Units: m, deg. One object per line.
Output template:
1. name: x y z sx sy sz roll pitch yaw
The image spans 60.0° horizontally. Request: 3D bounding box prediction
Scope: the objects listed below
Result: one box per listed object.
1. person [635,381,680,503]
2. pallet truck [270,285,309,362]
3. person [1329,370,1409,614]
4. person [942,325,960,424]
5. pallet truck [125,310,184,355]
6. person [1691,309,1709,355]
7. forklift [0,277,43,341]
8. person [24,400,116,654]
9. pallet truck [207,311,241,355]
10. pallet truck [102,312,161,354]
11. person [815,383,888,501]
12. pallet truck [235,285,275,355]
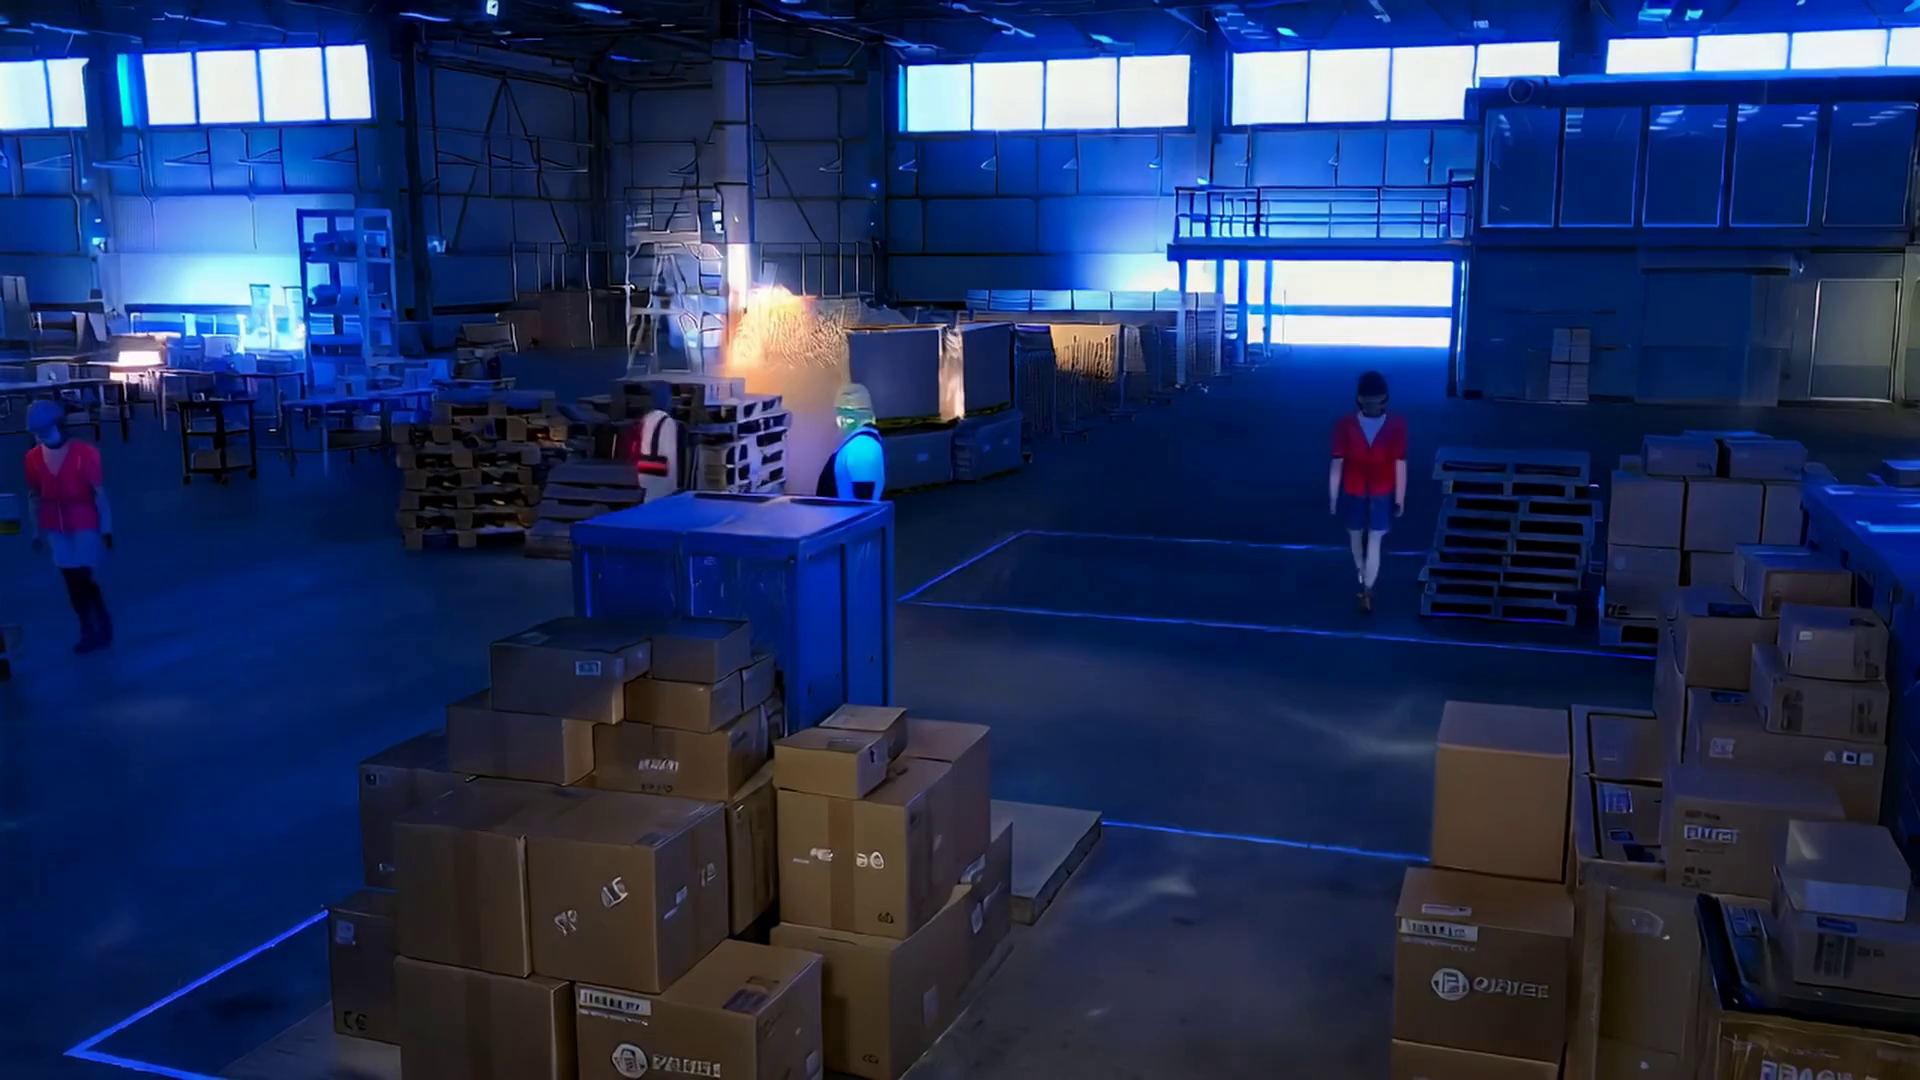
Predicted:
1. person: -2.771 -0.496 14.852 0.937 1.839 0.622 -7 12 -34
2. pallet truck: -17.147 -5.700 43.663 0.823 1.965 1.885 3 11 17
3. person: 3.444 -0.440 14.027 0.626 2.014 1.000 3 11 17
4. person: -0.117 -2.508 26.329 0.300 1.772 0.532 5 11 26
5. pallet truck: -22.038 -5.665 45.457 0.704 1.261 1.522 3 11 17
6. person: 18.179 -5.117 40.704 0.664 1.869 0.860 -4 11 -20
7. forklift: -27.151 -6.329 46.328 1.157 1.987 2.680 3 11 17
8. person: -6.605 -0.090 12.318 0.578 1.908 0.421 0 10 2
9. pallet truck: -19.537 -5.575 44.913 0.653 1.274 1.630 3 11 19
10. pallet truck: -23.057 -5.777 46.261 0.680 1.201 1.601 3 11 19
11. person: -0.802 -0.139 12.221 0.536 2.000 0.676 0 10 1
12. pallet truck: -18.327 -5.835 44.421 0.823 1.965 1.885 4 11 23
